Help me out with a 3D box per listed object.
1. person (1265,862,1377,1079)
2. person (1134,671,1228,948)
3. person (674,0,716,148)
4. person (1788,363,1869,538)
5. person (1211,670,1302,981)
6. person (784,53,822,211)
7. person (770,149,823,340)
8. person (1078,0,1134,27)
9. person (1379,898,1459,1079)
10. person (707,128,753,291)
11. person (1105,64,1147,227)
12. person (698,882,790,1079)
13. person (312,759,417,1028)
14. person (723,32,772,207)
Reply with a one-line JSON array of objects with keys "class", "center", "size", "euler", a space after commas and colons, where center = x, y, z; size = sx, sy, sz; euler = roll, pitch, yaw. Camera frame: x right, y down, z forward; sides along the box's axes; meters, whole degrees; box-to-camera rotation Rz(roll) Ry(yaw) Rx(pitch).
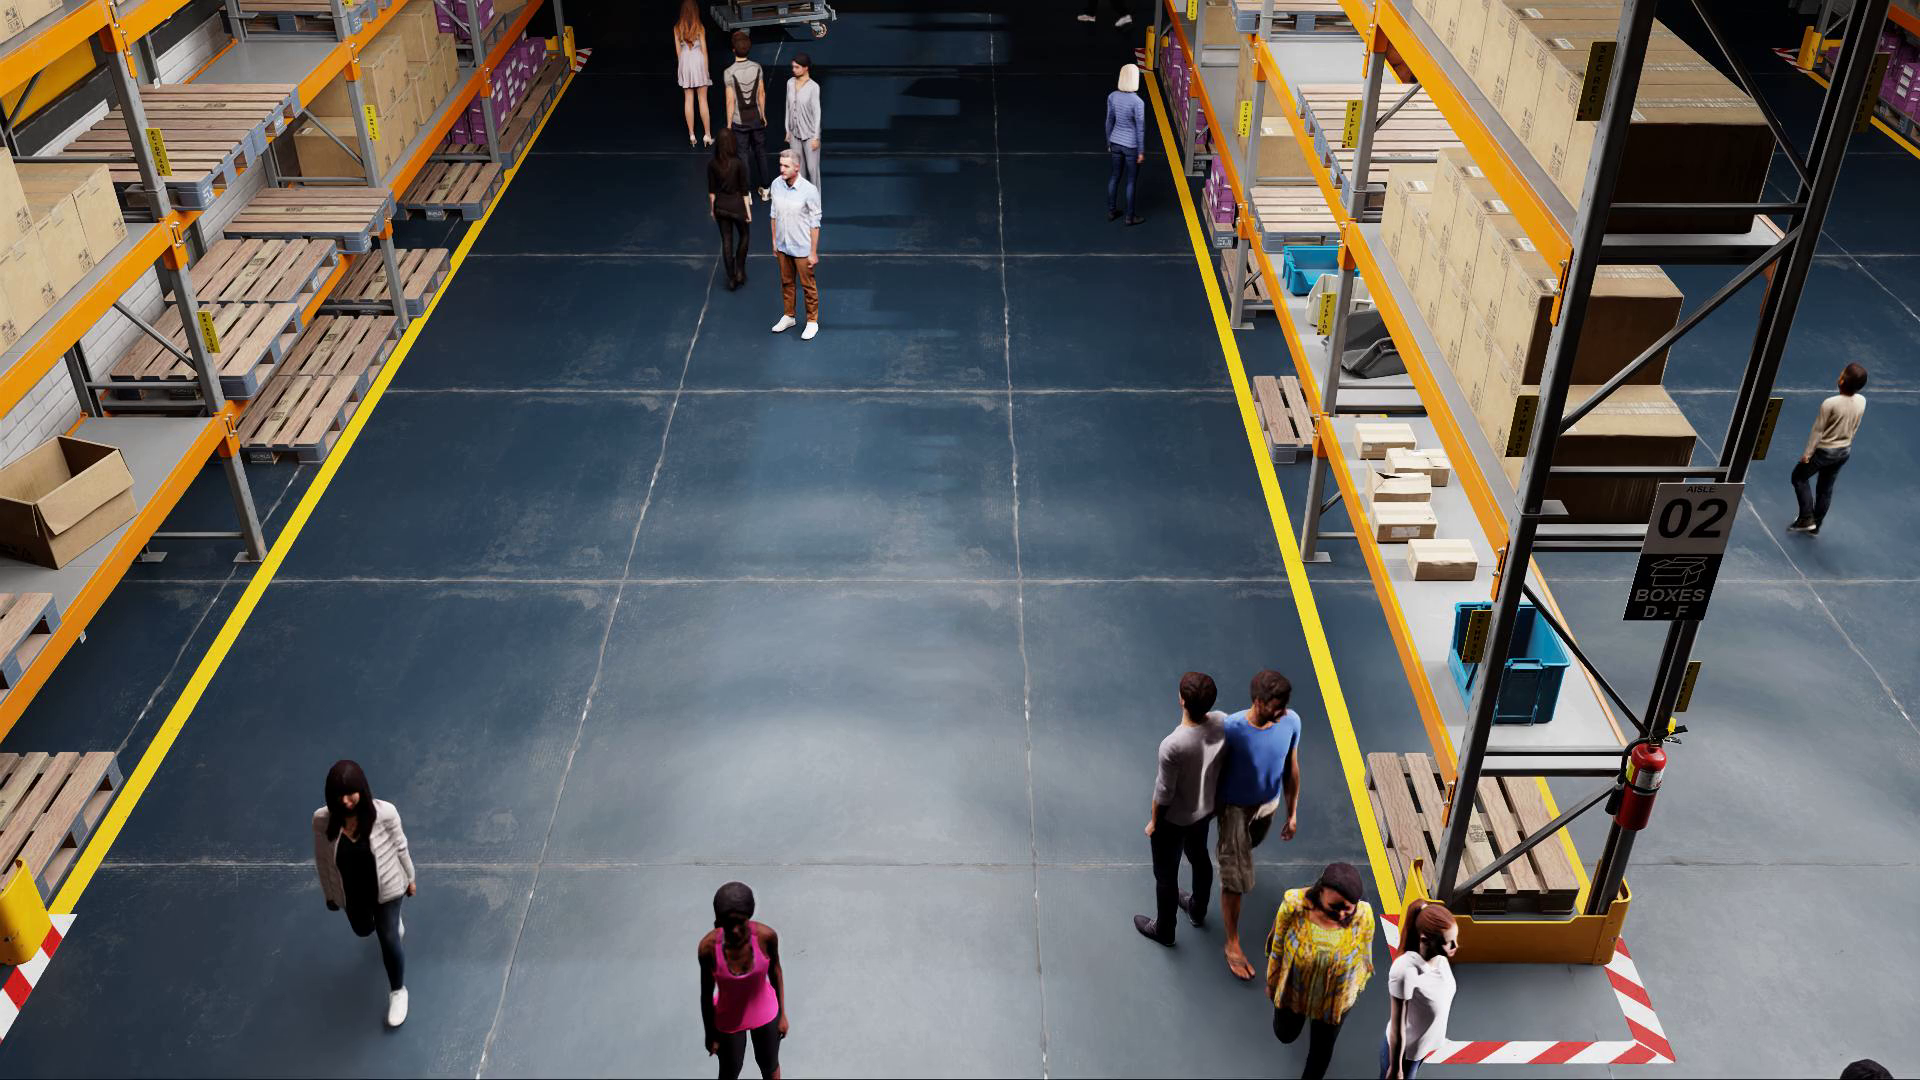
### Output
[{"class": "person", "center": [1.766, 2.171, 8.305], "size": [0.776, 1.632, 0.939], "euler": [4, 34, 6]}, {"class": "person", "center": [1.245, 1.474, 9.164], "size": [0.736, 1.844, 0.760], "euler": [-23, 40, -31]}, {"class": "person", "center": [-3.177, -5.573, 19.834], "size": [0.598, 1.768, 0.614], "euler": [5, 34, 7]}, {"class": "person", "center": [6.665, -0.634, 12.688], "size": [0.618, 1.453, 0.615], "euler": [-7, 34, -10]}, {"class": "person", "center": [1.589, 1.401, 9.303], "size": [0.855, 1.811, 1.291], "euler": [-7, 34, -11]}, {"class": "person", "center": [-1.692, -4.438, 18.119], "size": [0.680, 1.775, 0.699], "euler": [18, 38, 25]}, {"class": "person", "center": [-1.544, -2.795, 15.601], "size": [0.769, 1.827, 0.753], "euler": [16, 37, 23]}, {"class": "person", "center": [2.180, -8.215, 23.912], "size": [0.930, 1.653, 1.103], "euler": [10, 35, 15]}, {"class": "person", "center": [2.114, 2.373, 7.905], "size": [0.711, 1.740, 0.626], "euler": [21, 39, 28]}, {"class": "person", "center": [-2.280, -3.220, 16.415], "size": [0.615, 1.634, 0.574], "euler": [4, 34, 5]}, {"class": "person", "center": [1.776, -4.248, 17.861], "size": [0.717, 1.745, 0.774], "euler": [28, 43, 35]}, {"class": "person", "center": [-1.037, 2.297, 8.034], "size": [0.625, 1.724, 0.629], "euler": [-9, 35, -13]}, {"class": "person", "center": [-3.156, 1.788, 8.892], "size": [0.682, 1.621, 0.986], "euler": [-4, 34, -7]}, {"class": "person", "center": [-2.341, -4.632, 18.303], "size": [0.739, 1.896, 0.742], "euler": [-18, 38, -25]}]
